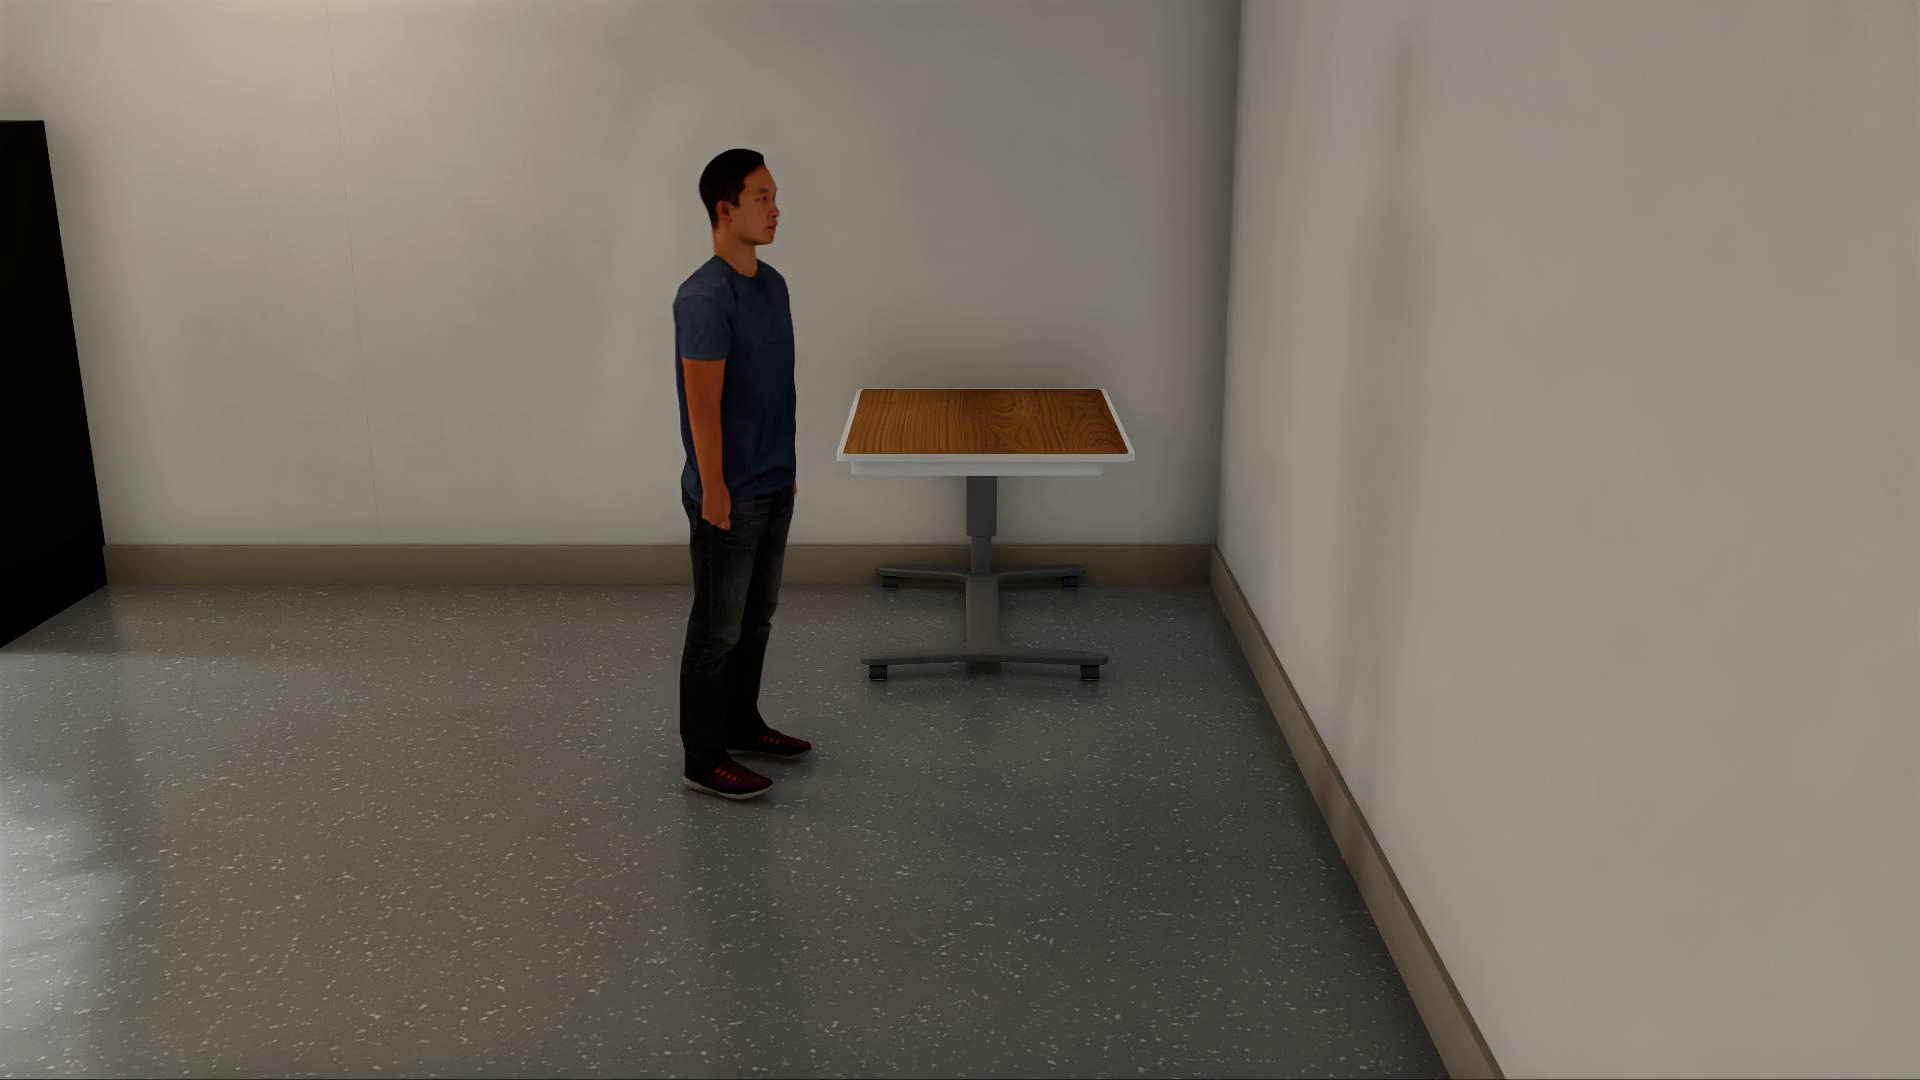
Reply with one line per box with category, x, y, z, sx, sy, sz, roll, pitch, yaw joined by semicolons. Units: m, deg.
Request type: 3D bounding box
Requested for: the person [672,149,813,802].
person;-0.639;-0.178;4.696;0.648;1.806;0.702;5;17;19
